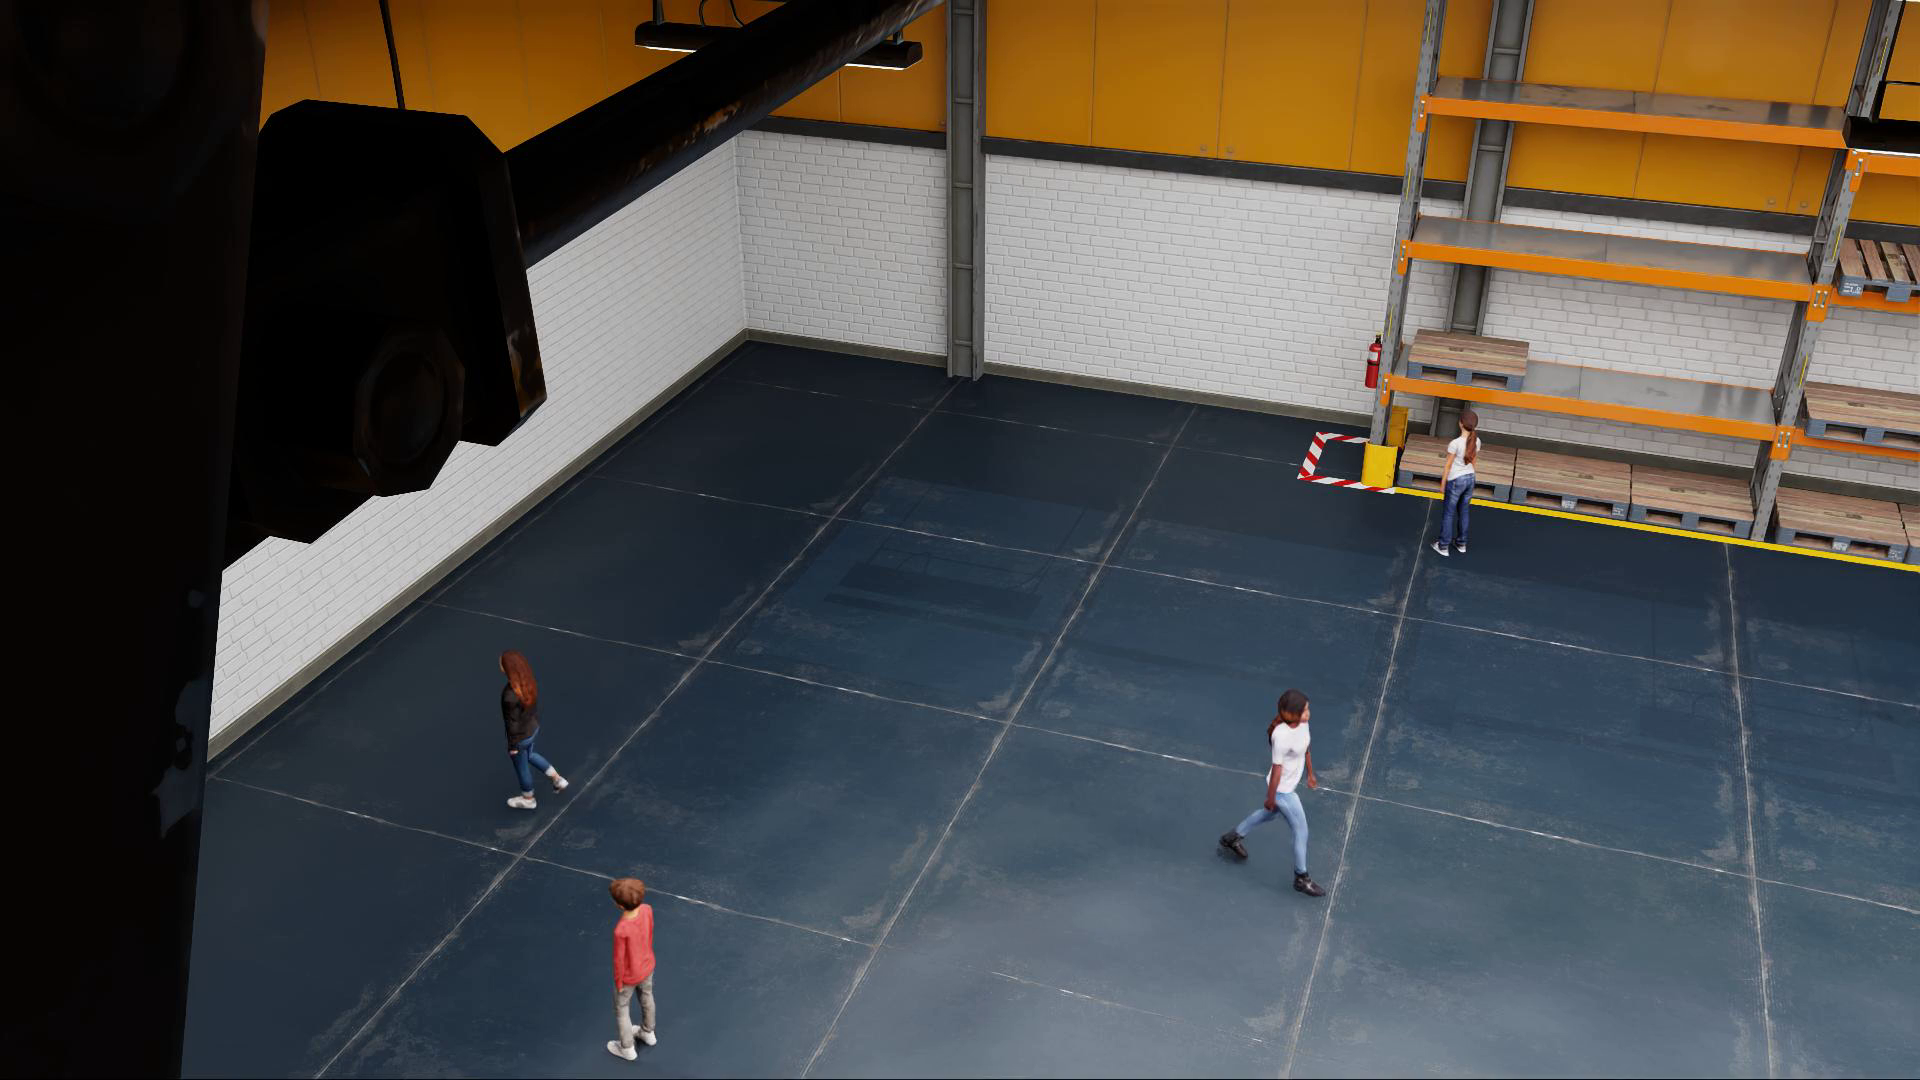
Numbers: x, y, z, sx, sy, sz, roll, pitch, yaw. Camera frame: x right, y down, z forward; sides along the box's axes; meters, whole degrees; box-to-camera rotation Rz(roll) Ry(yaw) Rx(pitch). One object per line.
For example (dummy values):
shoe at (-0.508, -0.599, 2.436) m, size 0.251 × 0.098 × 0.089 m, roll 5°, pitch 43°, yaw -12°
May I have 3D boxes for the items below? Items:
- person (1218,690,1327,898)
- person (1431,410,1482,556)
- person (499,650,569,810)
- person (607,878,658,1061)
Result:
person at (2.335, 1.811, 12.352) m, size 1.164 × 1.682 × 0.709 m, roll 15°, pitch 32°, yaw 25°
person at (5.075, -0.595, 16.889) m, size 0.615 × 1.561 × 0.681 m, roll -11°, pitch 30°, yaw -19°
person at (-3.390, 1.509, 13.123) m, size 0.776 × 1.473 × 0.647 m, roll 3°, pitch 29°, yaw 6°
person at (-2.090, 2.784, 10.848) m, size 0.600 × 1.414 × 0.593 m, roll 17°, pitch 33°, yaw 28°
